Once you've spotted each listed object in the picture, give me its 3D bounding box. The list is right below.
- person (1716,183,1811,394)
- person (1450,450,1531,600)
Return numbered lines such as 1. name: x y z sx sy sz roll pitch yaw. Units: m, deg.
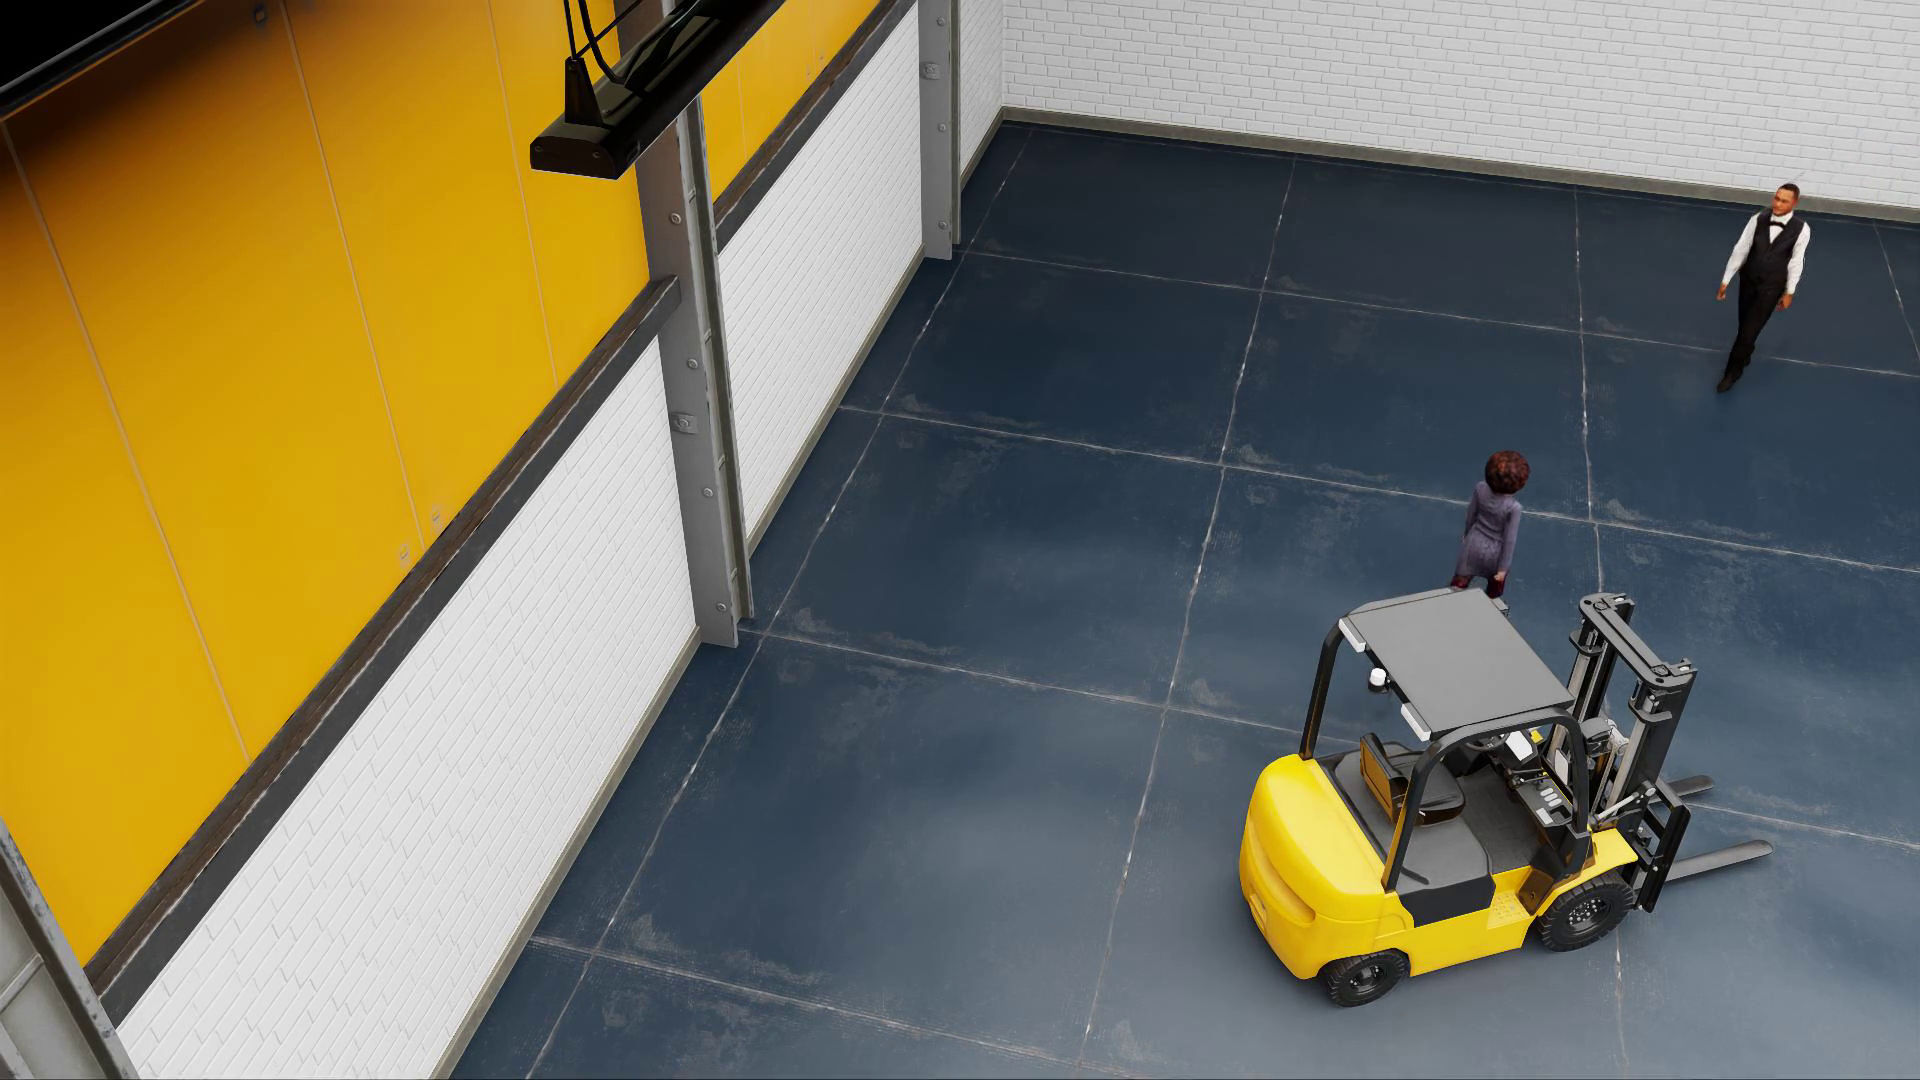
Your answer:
1. person: 7.062 -2.272 14.550 1.129 1.891 1.015 -31 48 -33
2. person: 3.631 0.135 11.708 1.170 1.676 1.005 -28 46 -30
